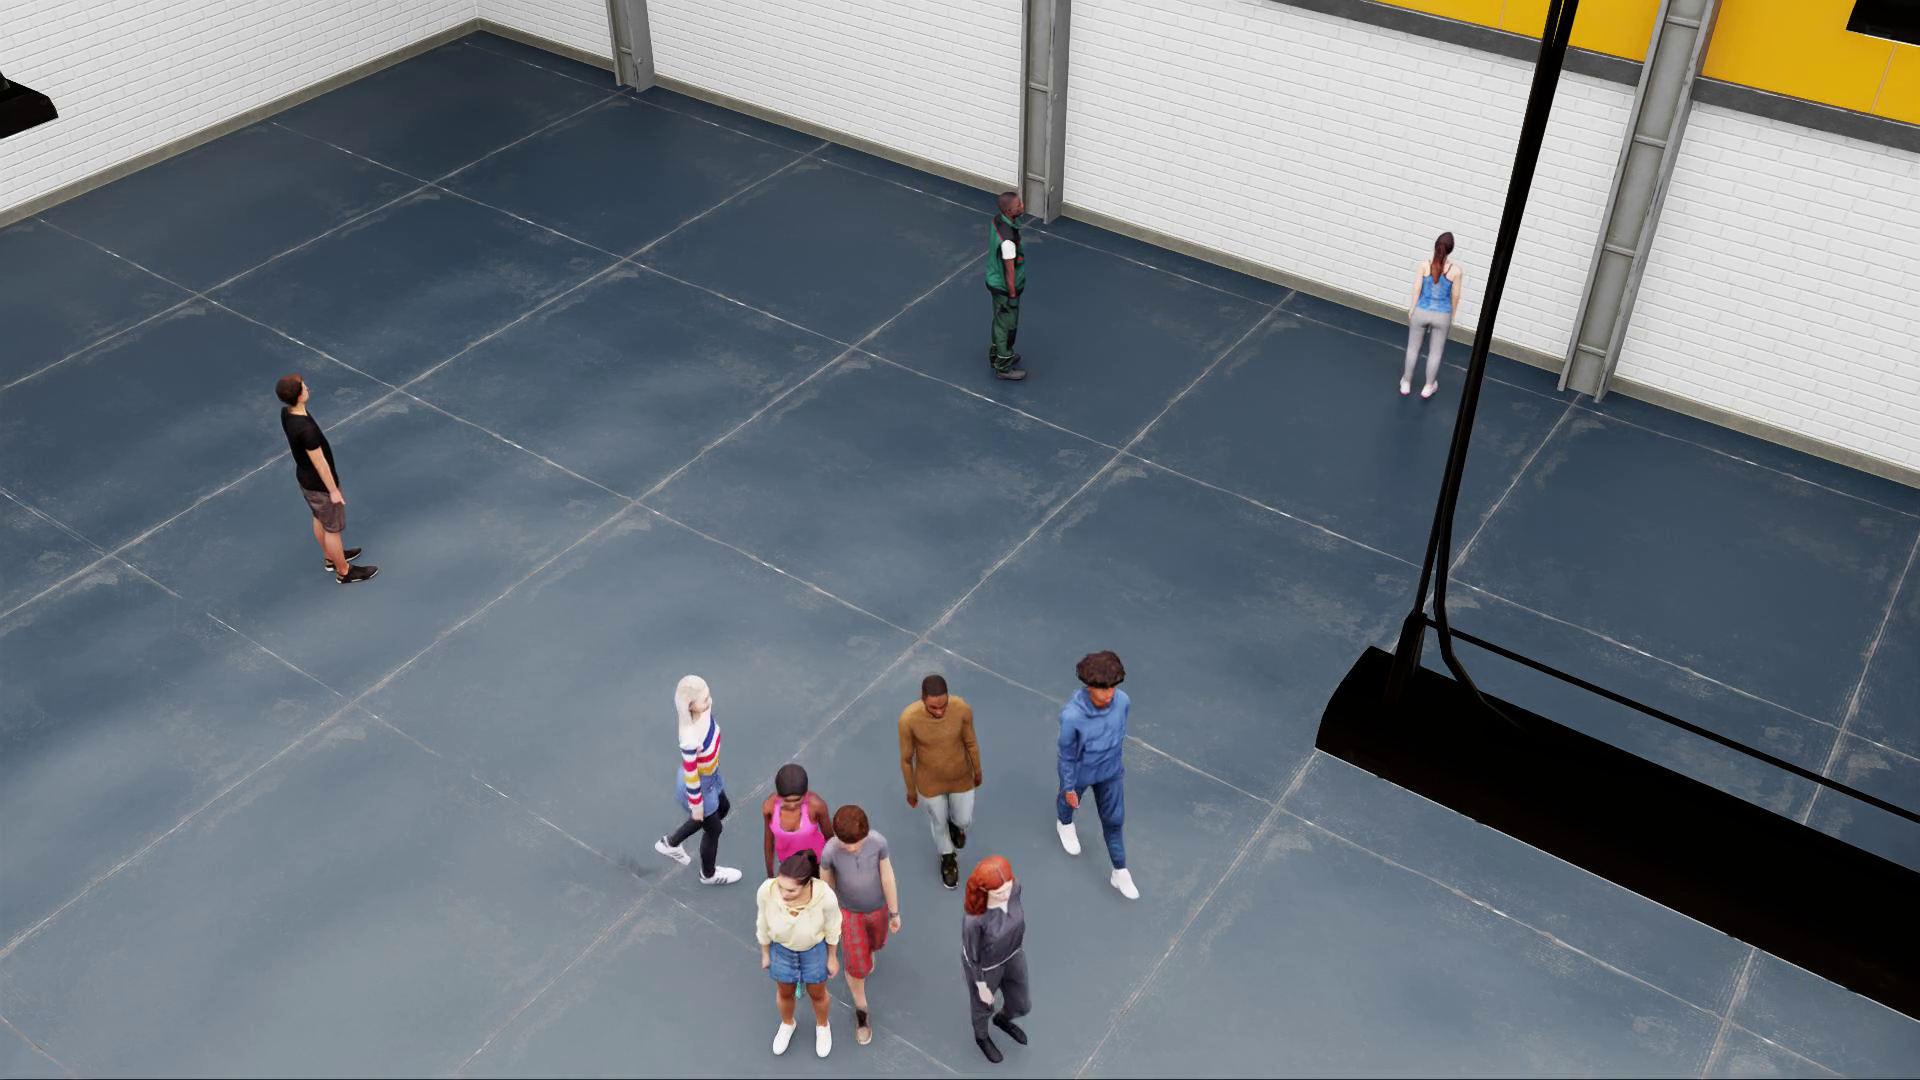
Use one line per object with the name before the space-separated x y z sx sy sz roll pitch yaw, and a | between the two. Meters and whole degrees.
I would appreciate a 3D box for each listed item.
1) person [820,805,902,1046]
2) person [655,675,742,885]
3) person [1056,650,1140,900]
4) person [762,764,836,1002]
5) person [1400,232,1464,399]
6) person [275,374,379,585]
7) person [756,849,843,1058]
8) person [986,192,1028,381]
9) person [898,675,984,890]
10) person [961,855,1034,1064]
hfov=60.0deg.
person | -0.579 2.091 9.734 0.985 1.633 1.077 -10 40 -12
person | -1.698 1.497 10.345 0.947 1.798 0.878 2 39 2
person | 0.780 1.368 10.524 1.051 1.777 1.191 -12 40 -15
person | -0.927 1.858 10.004 1.109 1.660 0.921 6 39 8
person | 4.226 -2.020 14.902 0.534 1.608 0.673 13 40 16
person | -4.942 -0.483 12.774 0.808 1.862 0.628 -26 45 -28
person | -0.907 2.328 9.439 0.663 1.632 0.783 4 39 5
person | 0.420 -2.322 15.095 0.833 1.839 0.772 -6 39 -8
person | -0.131 1.417 10.446 0.889 1.798 0.949 -10 40 -12
person | 0.123 2.313 9.353 0.658 1.762 0.633 -32 48 -33
